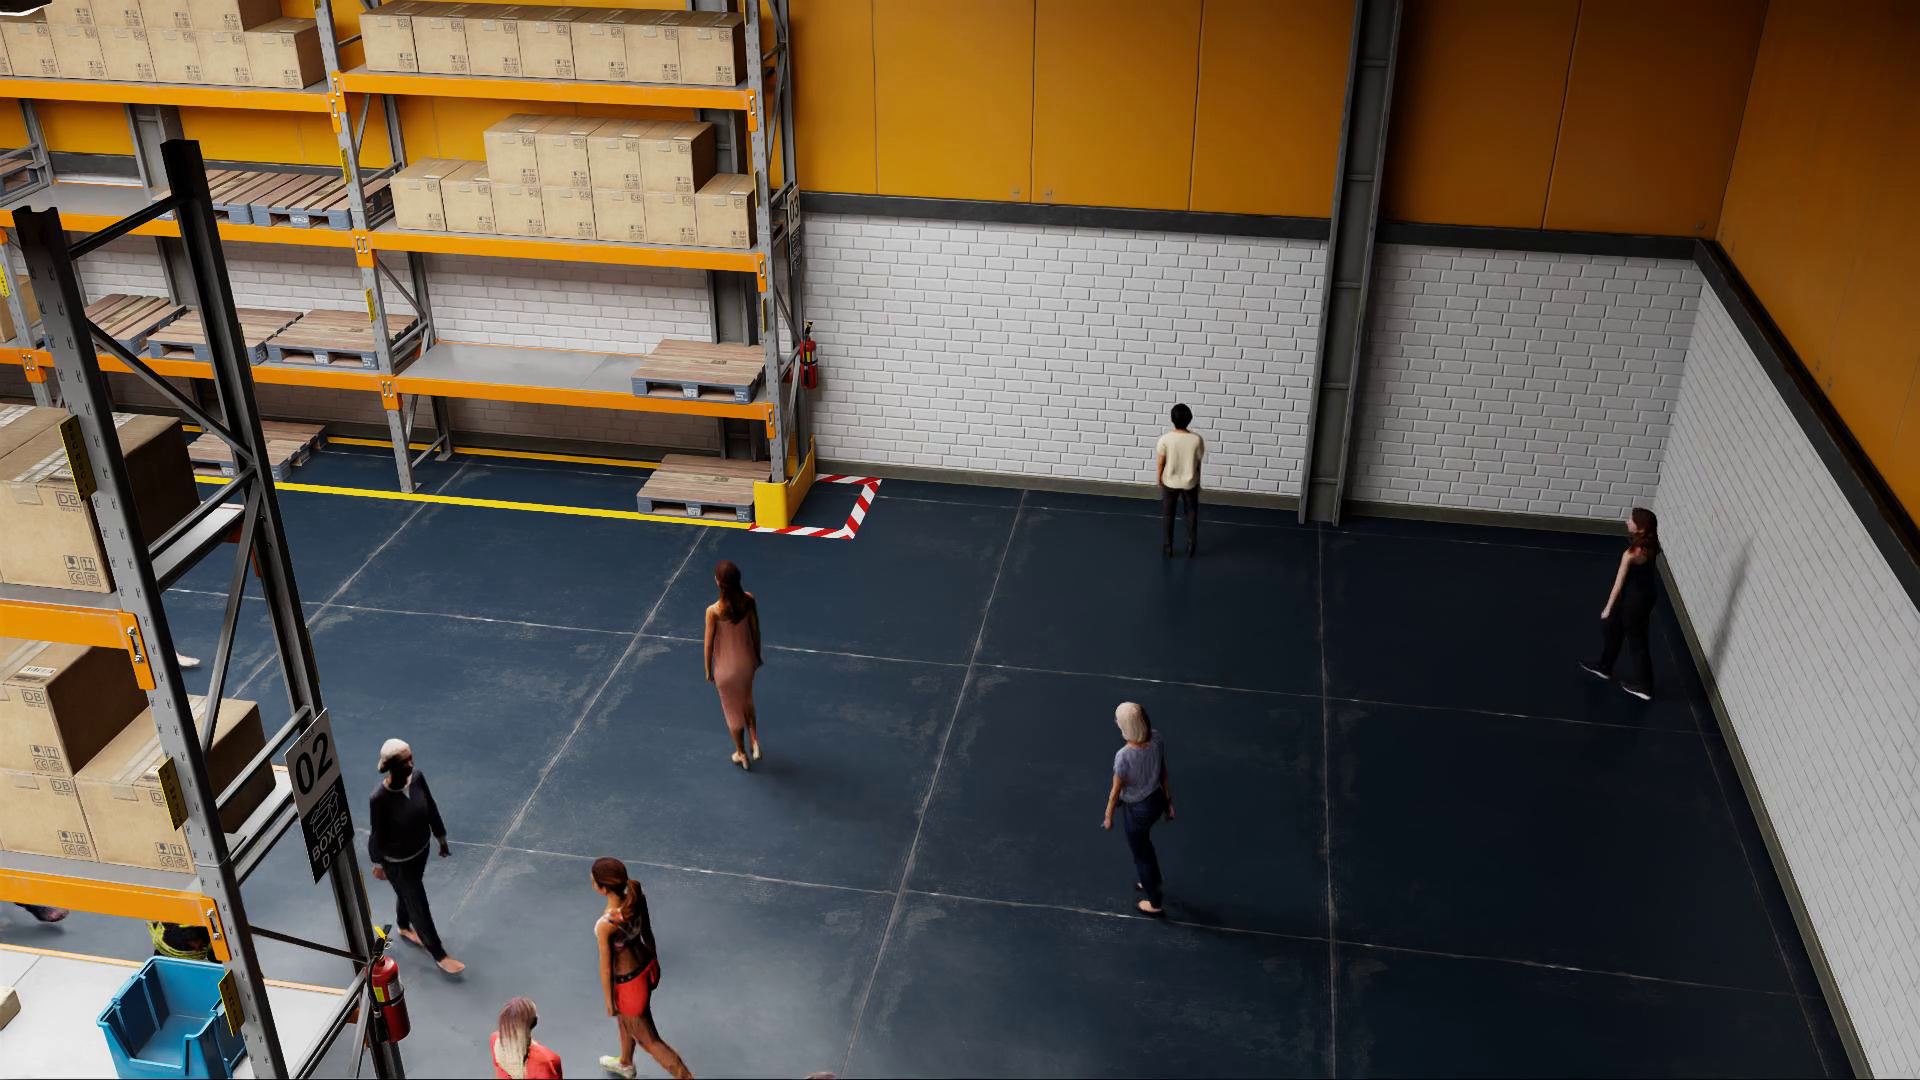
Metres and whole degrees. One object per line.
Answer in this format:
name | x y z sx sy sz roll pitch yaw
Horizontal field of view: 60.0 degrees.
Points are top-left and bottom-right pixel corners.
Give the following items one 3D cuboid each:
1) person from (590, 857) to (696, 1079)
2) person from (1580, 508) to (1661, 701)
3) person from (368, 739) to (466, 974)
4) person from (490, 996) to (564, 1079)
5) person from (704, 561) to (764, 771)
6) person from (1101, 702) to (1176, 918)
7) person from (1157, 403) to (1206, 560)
person | -1.818 2.625 9.694 1.177 1.751 0.787 13 31 23
person | 5.588 0.537 13.574 0.866 1.701 0.985 -20 35 -33
person | -3.690 2.003 10.887 1.036 1.700 0.827 16 32 27
person | -2.319 3.167 8.818 1.143 1.639 1.021 20 35 33
person | -1.657 0.997 12.600 0.745 1.827 0.804 -19 34 -30
person | 1.285 1.837 11.205 0.746 1.686 0.802 -19 34 -30
person | 2.065 -0.522 15.635 0.493 1.585 0.692 1 29 2
